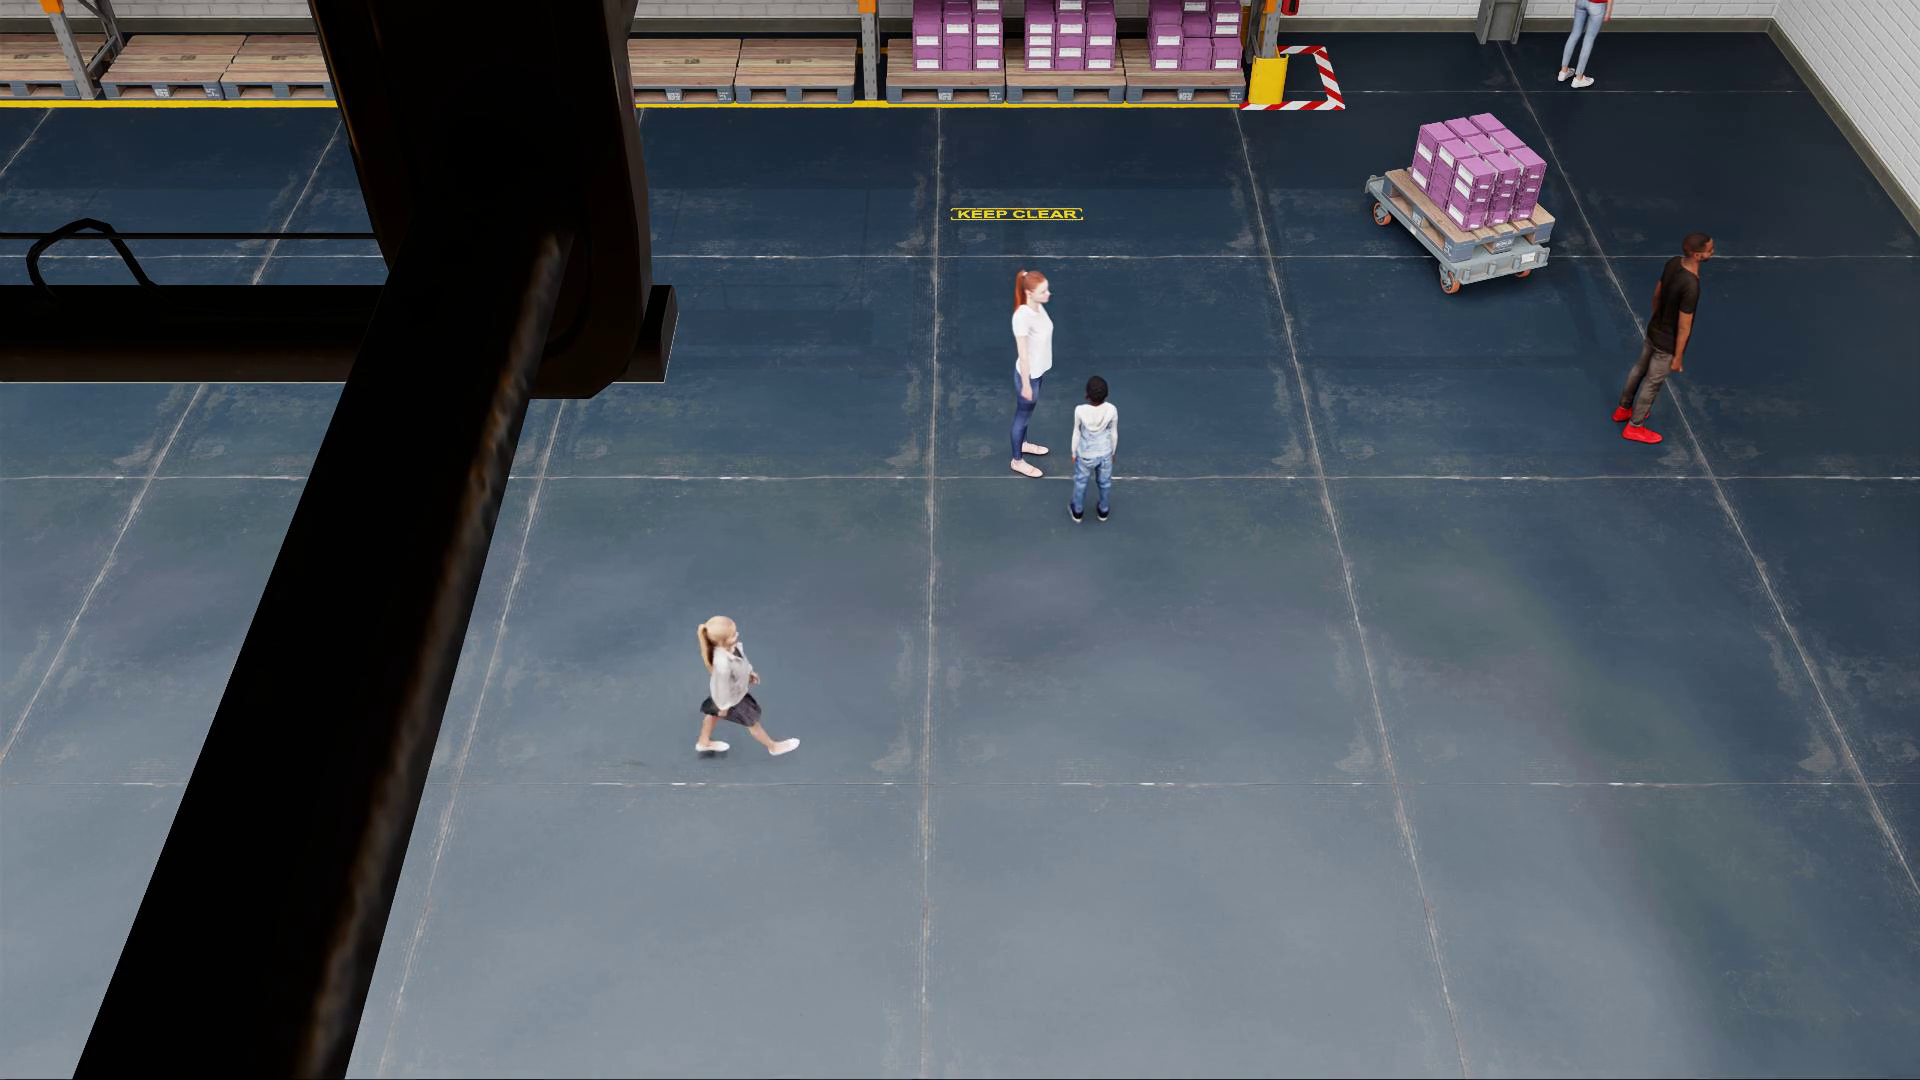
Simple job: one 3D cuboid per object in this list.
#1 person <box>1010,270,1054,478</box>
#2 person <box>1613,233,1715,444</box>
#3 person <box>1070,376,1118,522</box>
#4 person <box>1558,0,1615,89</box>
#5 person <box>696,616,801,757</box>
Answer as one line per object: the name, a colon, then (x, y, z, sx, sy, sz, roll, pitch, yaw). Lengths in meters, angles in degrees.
person: (0.503, -1.253, 12.319, 0.601, 1.740, 0.610, 10, 44, 10)
person: (5.333, -1.549, 12.583, 0.529, 1.805, 0.653, -2, 44, -2)
person: (0.969, -0.655, 12.041, 0.412, 1.258, 0.533, -1, 44, -1)
person: (6.345, -5.383, 16.680, 0.692, 1.705, 0.688, -24, 48, -23)
person: (-1.501, 0.939, 10.383, 0.902, 1.236, 0.553, -4, 44, -5)
